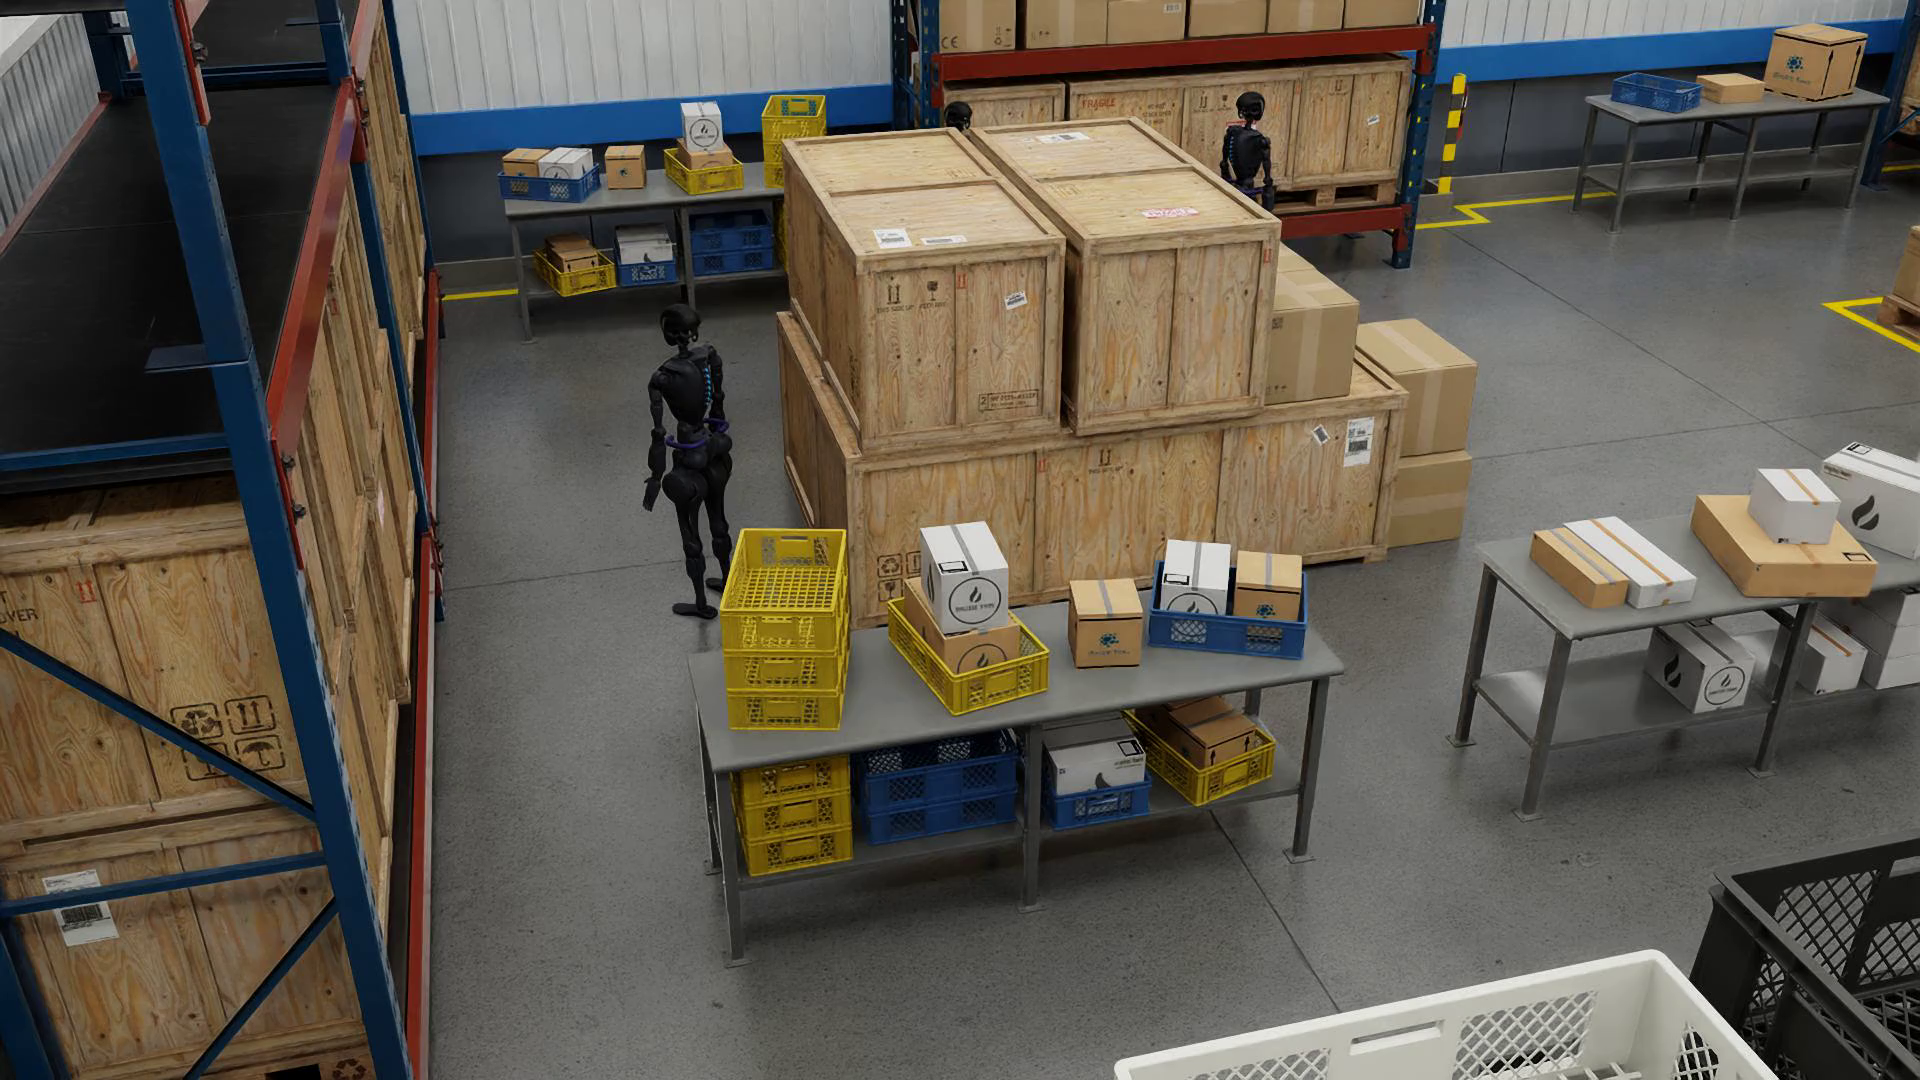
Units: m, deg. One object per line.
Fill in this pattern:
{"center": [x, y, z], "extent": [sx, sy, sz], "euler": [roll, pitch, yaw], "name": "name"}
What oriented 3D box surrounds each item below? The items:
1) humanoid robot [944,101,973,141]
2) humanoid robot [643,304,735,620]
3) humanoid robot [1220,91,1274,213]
{"center": [0.003, -2.266, 11.755], "extent": [0.325, 1.657, 0.596], "euler": [20, 34, 31], "name": "humanoid robot"}
{"center": [-1.352, -0.403, 8.375], "extent": [0.328, 1.657, 0.588], "euler": [15, 32, 25], "name": "humanoid robot"}
{"center": [2.048, -2.399, 11.993], "extent": [0.330, 1.660, 0.587], "euler": [-16, 33, -27], "name": "humanoid robot"}
